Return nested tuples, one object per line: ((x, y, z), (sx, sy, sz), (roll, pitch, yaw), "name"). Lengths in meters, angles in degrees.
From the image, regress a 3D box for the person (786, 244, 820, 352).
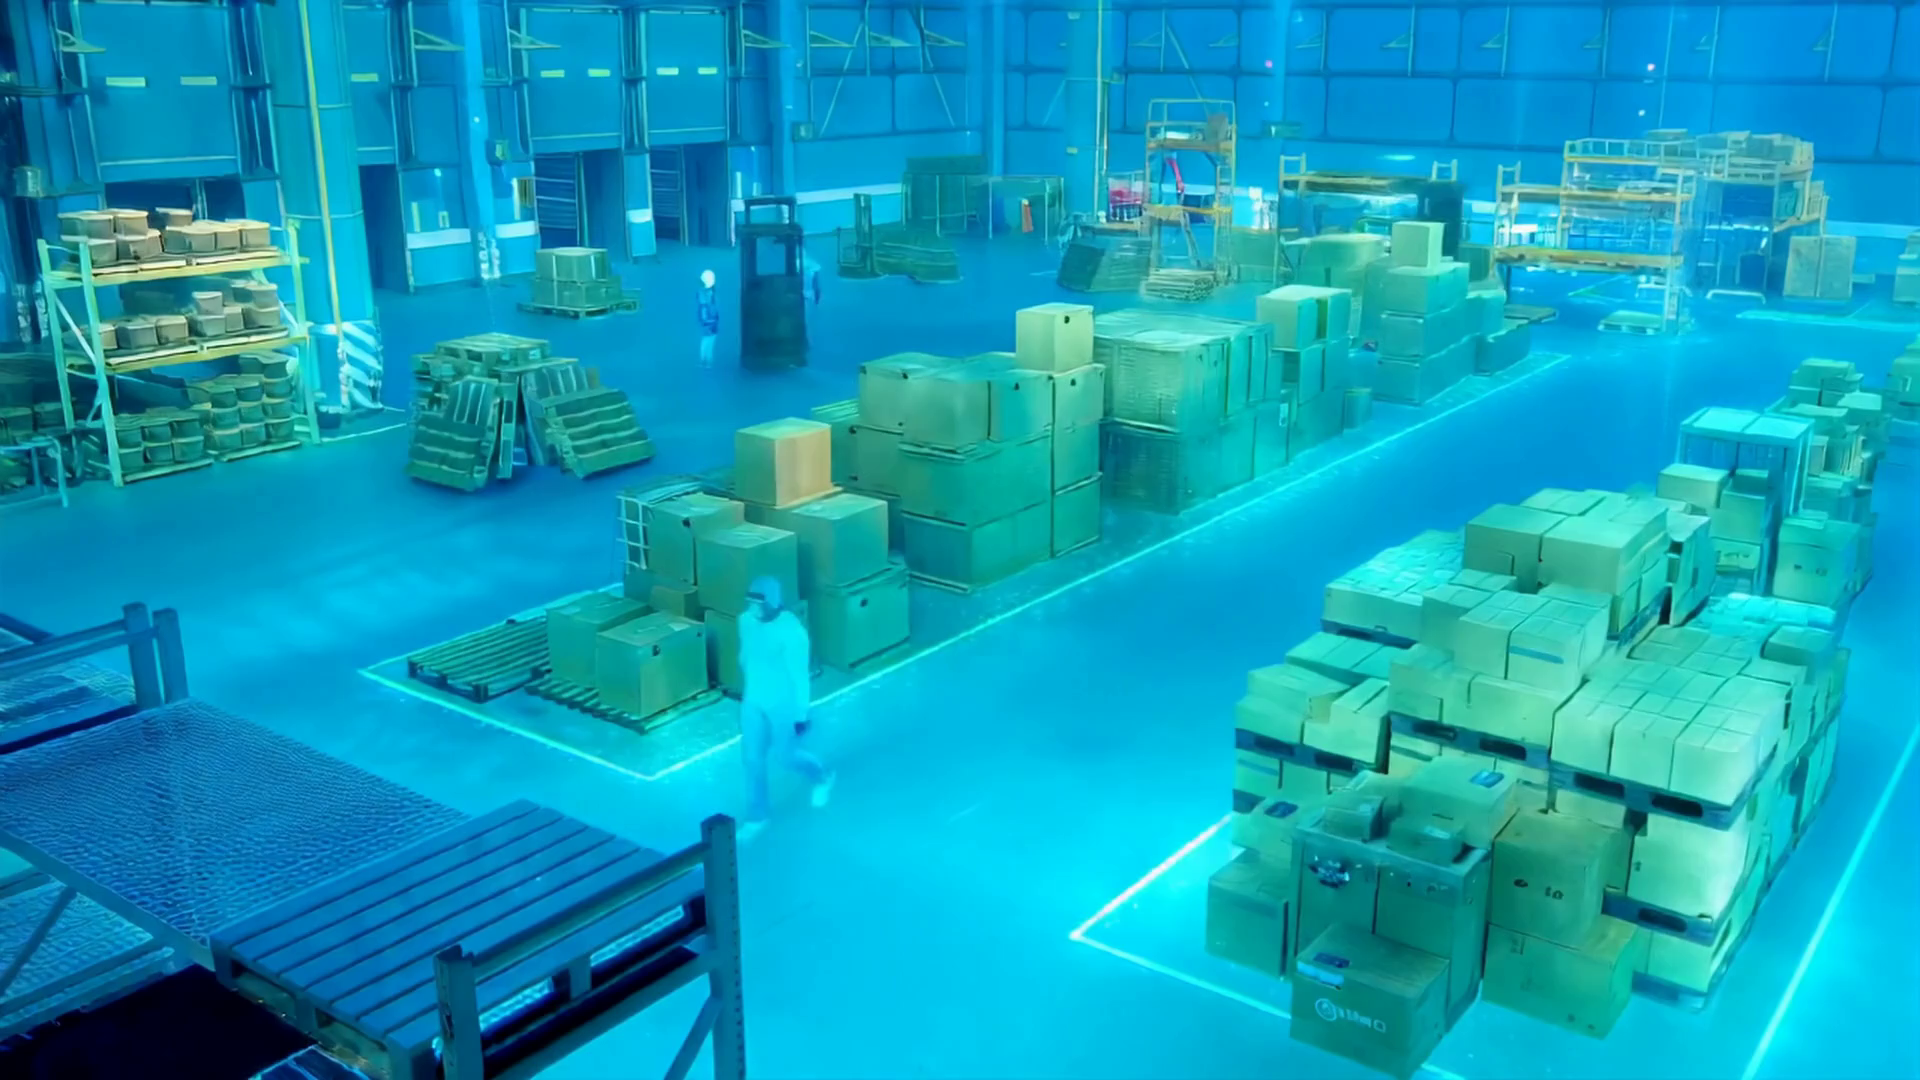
((-2.802, -4.302, 29.653), (0.639, 1.927, 0.387), (-9, 19, -28), "person")

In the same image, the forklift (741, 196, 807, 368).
((-3.237, -4.508, 28.700), (1.129, 2.768, 1.873), (-1, 17, -5), "forklift")

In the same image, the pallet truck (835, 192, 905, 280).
((-1.936, -7.159, 38.982), (1.885, 1.965, 0.823), (-12, 21, -34), "pallet truck")

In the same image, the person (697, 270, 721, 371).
((-4.240, -3.719, 28.104), (0.317, 1.695, 0.540), (5, 17, 15), "person")

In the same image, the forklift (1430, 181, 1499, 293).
((9.159, -5.330, 31.424), (1.873, 2.768, 1.129), (12, 21, 35), "forklift")

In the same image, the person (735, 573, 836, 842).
((-1.262, 1.127, 11.695), (0.634, 1.917, 0.819), (13, 21, 37), "person")
